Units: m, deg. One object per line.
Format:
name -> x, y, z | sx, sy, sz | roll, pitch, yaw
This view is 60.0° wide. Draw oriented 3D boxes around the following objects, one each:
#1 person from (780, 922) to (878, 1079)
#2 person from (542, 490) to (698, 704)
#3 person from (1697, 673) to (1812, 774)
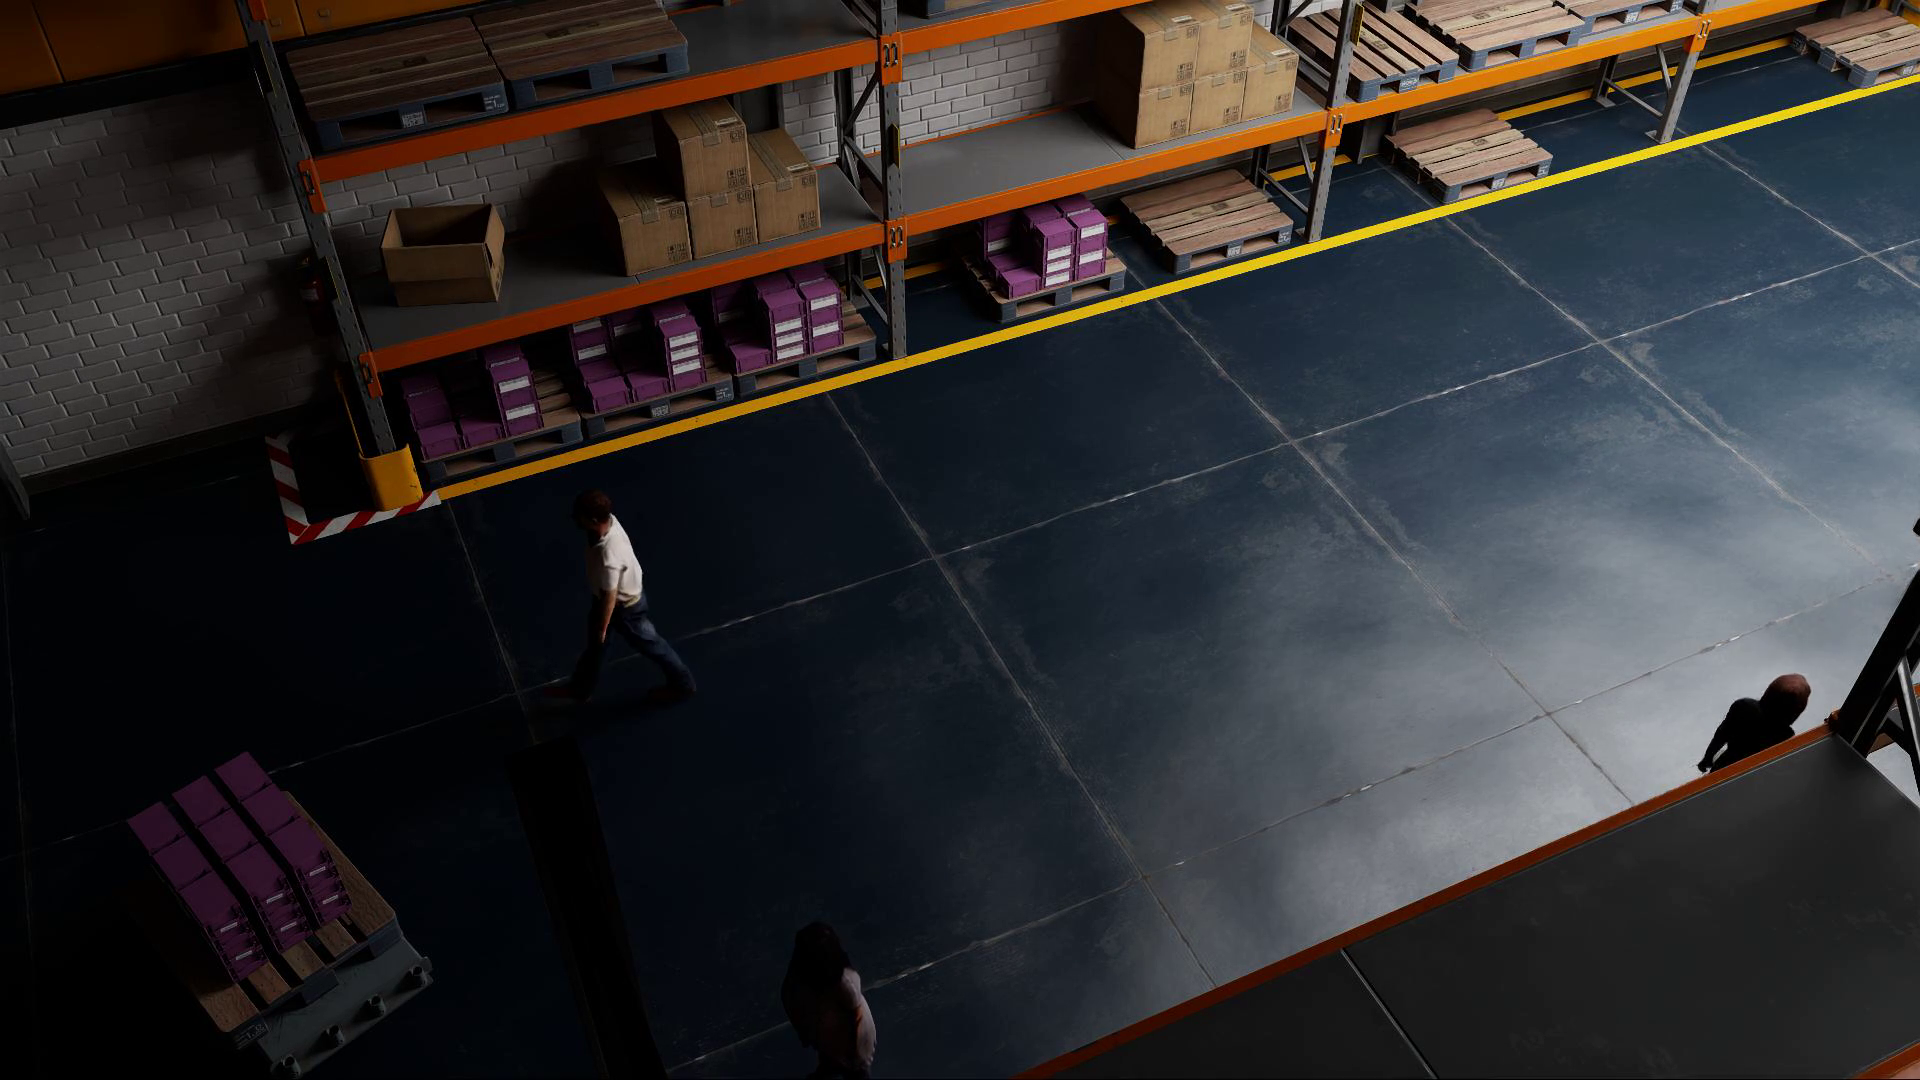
person -> -0.628, 2.369, 8.293 | 0.759, 1.603, 0.720 | -33, 52, -30
person -> -1.978, 0.396, 10.218 | 1.254, 1.806, 0.855 | -9, 44, -9
person -> 4.257, 1.408, 9.240 | 0.707, 1.689, 0.610 | -18, 46, -18
